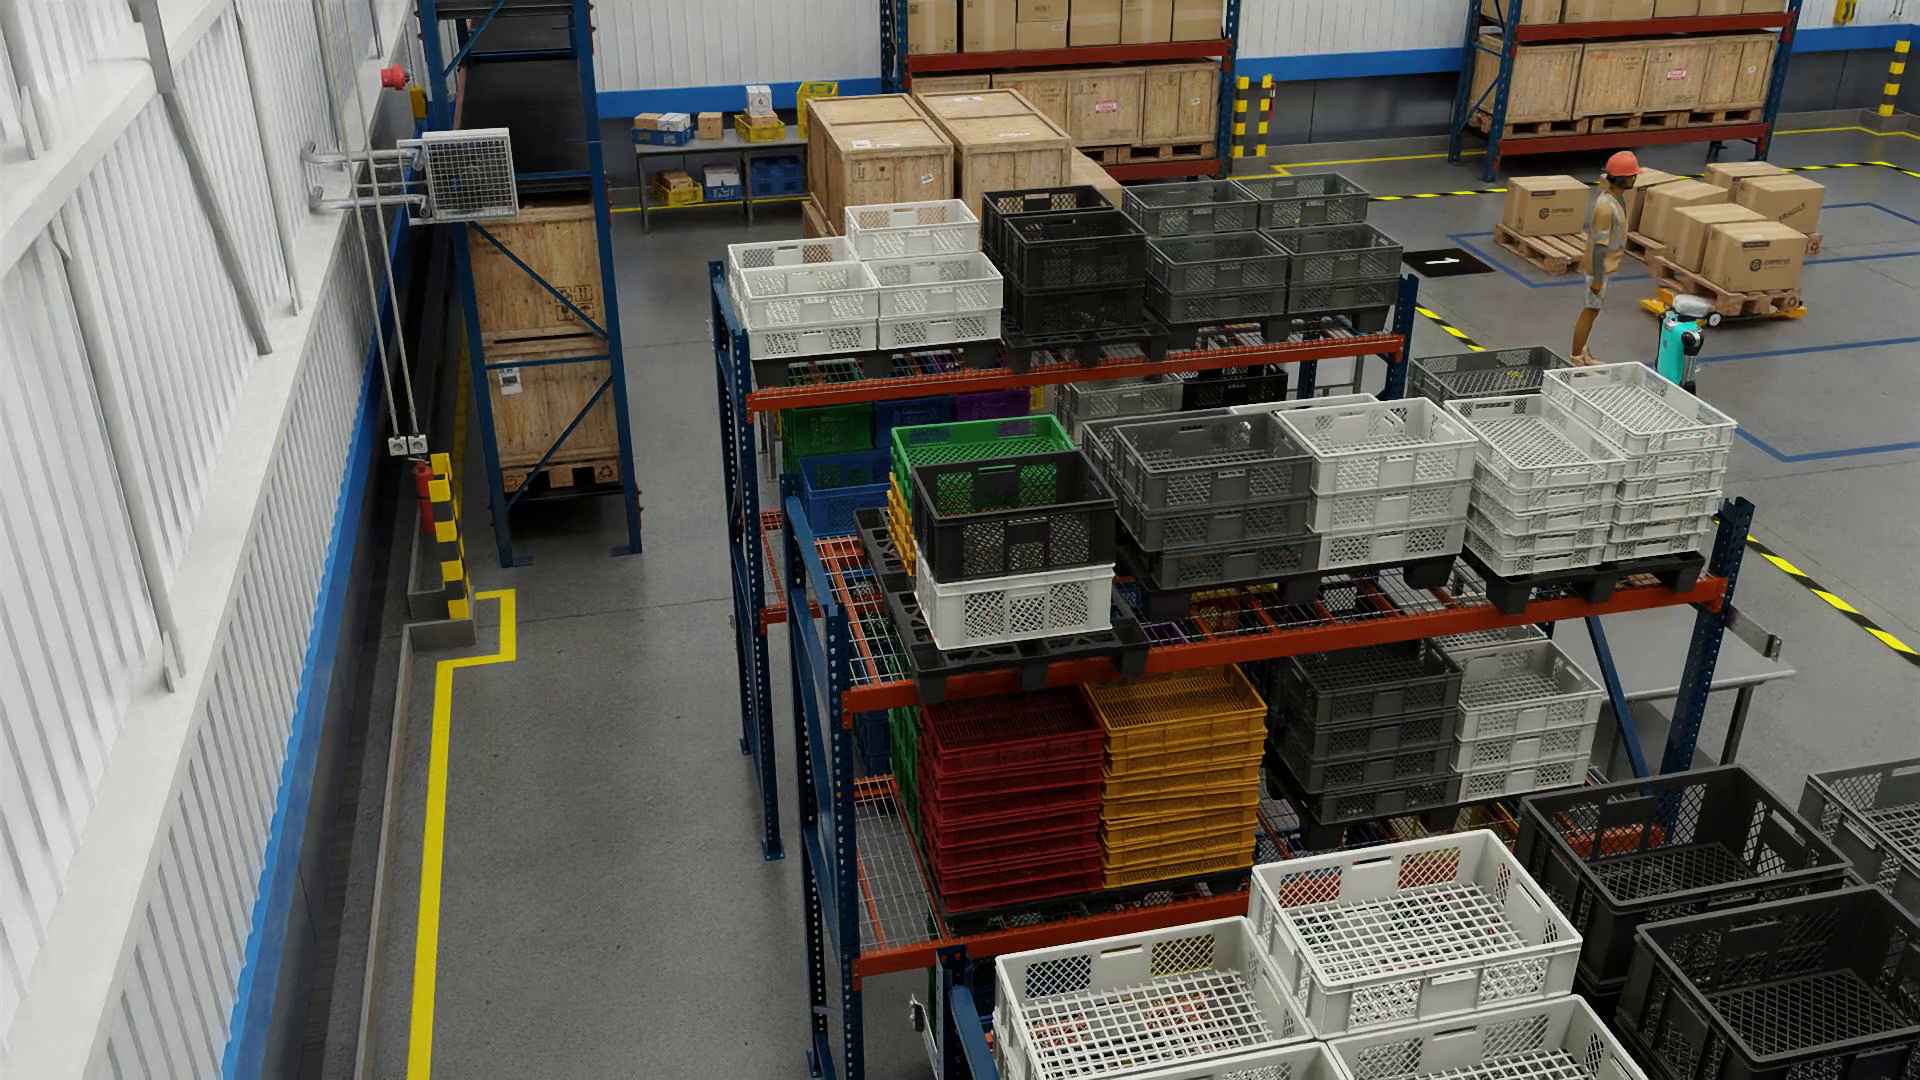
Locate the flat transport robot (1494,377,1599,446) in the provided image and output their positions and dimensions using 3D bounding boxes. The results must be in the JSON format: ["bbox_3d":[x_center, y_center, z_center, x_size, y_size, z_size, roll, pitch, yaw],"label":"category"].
[{"bbox_3d":[4.780,-1.036,14.013,0.659,0.231,1.431,-6,28,-12],"label":"flat transport robot"}]

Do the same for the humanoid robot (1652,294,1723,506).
[{"bbox_3d":[5.414,-0.995,12.215,0.735,1.677,0.533,-1,28,-2],"label":"humanoid robot"}]

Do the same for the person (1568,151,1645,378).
[{"bbox_3d":[5.719,-2.428,14.750,0.366,2.044,0.613,14,31,24],"label":"person"}]

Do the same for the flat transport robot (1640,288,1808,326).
[{"bbox_3d":[7.585,-2.366,16.506,1.431,0.197,0.652,-6,28,-12],"label":"flat transport robot"}]
